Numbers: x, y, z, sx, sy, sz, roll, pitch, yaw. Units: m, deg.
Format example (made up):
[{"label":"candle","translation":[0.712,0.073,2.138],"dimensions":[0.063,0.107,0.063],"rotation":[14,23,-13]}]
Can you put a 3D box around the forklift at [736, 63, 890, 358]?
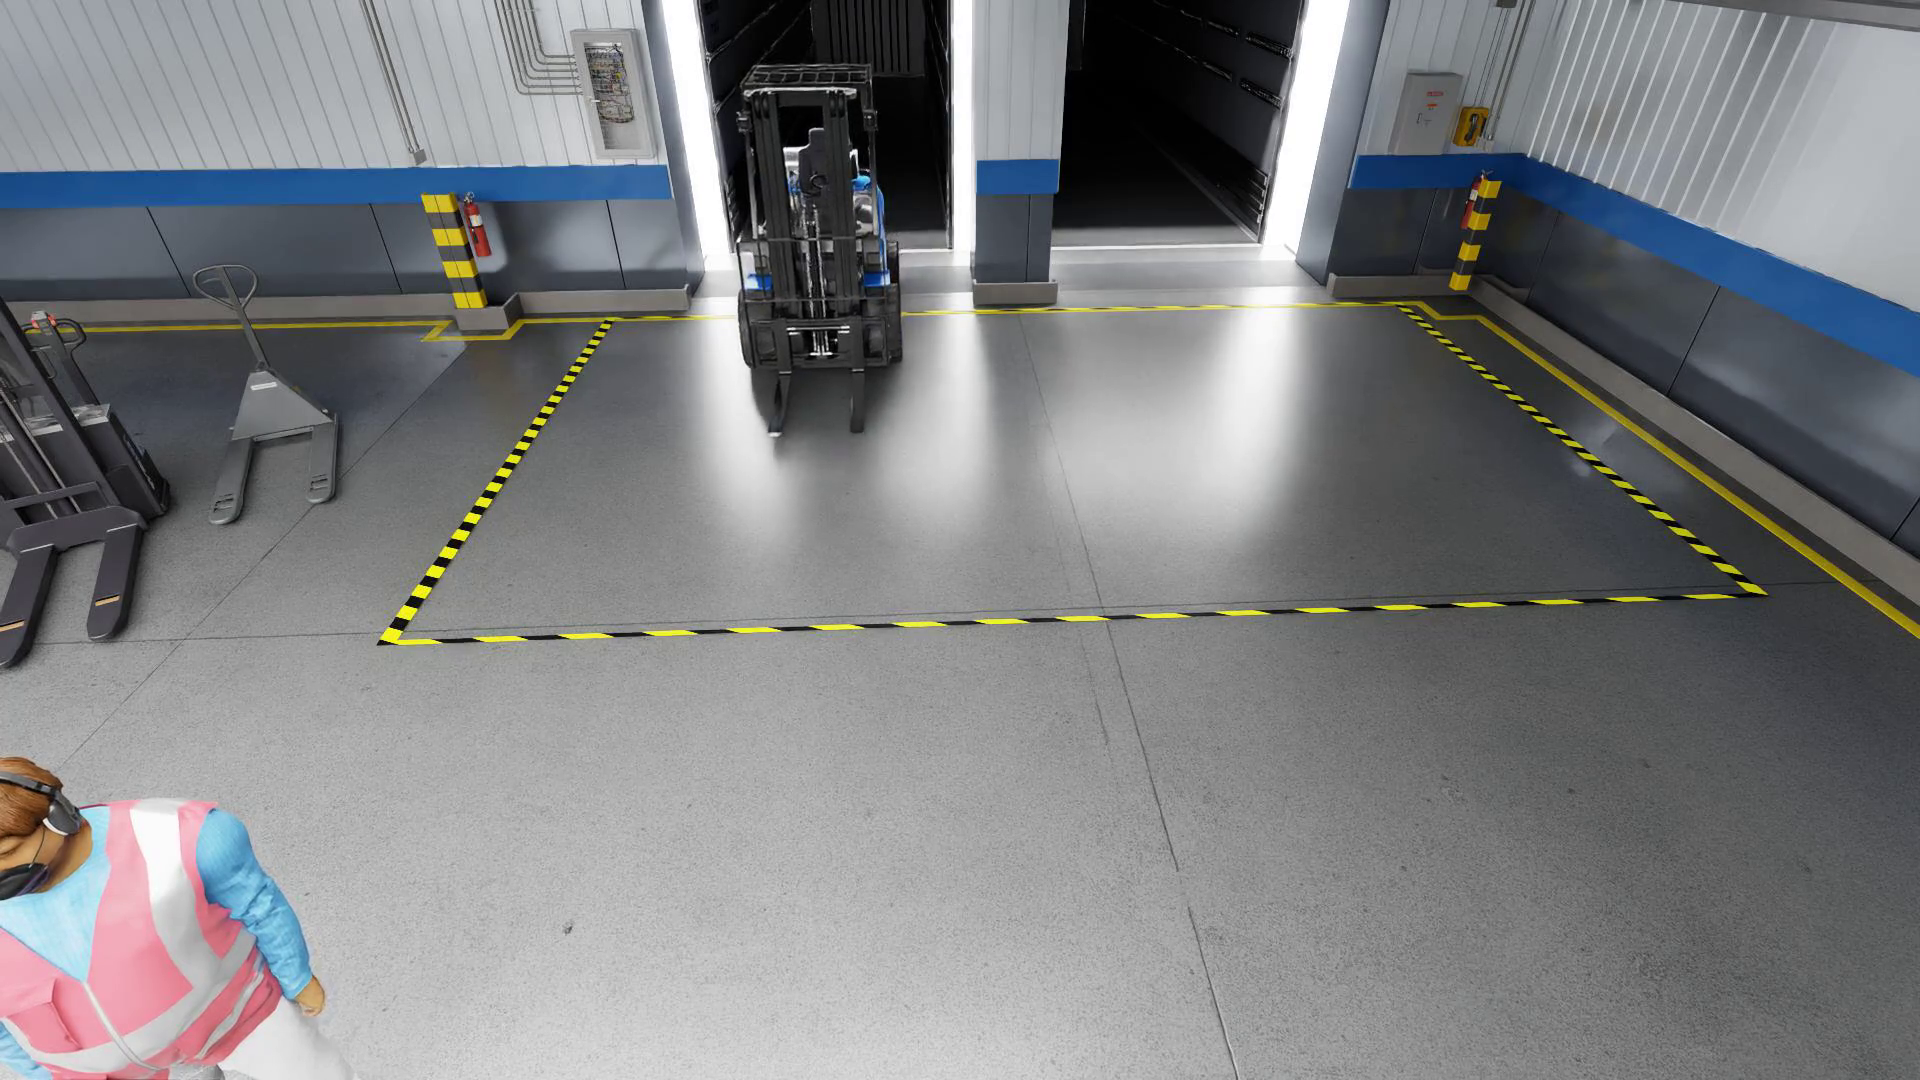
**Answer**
[{"label":"forklift","translation":[-1.217,-2.946,7.901],"dimensions":[1.157,2.036,2.680],"rotation":[-3,35,-4]}]

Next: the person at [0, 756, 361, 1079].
[{"label":"person","translation":[-1.993,1.237,2.349],"dimensions":[0.621,1.842,0.429],"rotation":[-19,39,-25]}]

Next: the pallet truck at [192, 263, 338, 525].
[{"label":"pallet truck","translation":[-4.778,-1.027,6.128],"dimensions":[0.680,1.201,1.601],"rotation":[-17,38,-23]}]

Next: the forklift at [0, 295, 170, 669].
[{"label":"forklift","translation":[-5.212,-0.618,4.878],"dimensions":[0.823,1.965,1.885],"rotation":[-20,39,-26]}]
